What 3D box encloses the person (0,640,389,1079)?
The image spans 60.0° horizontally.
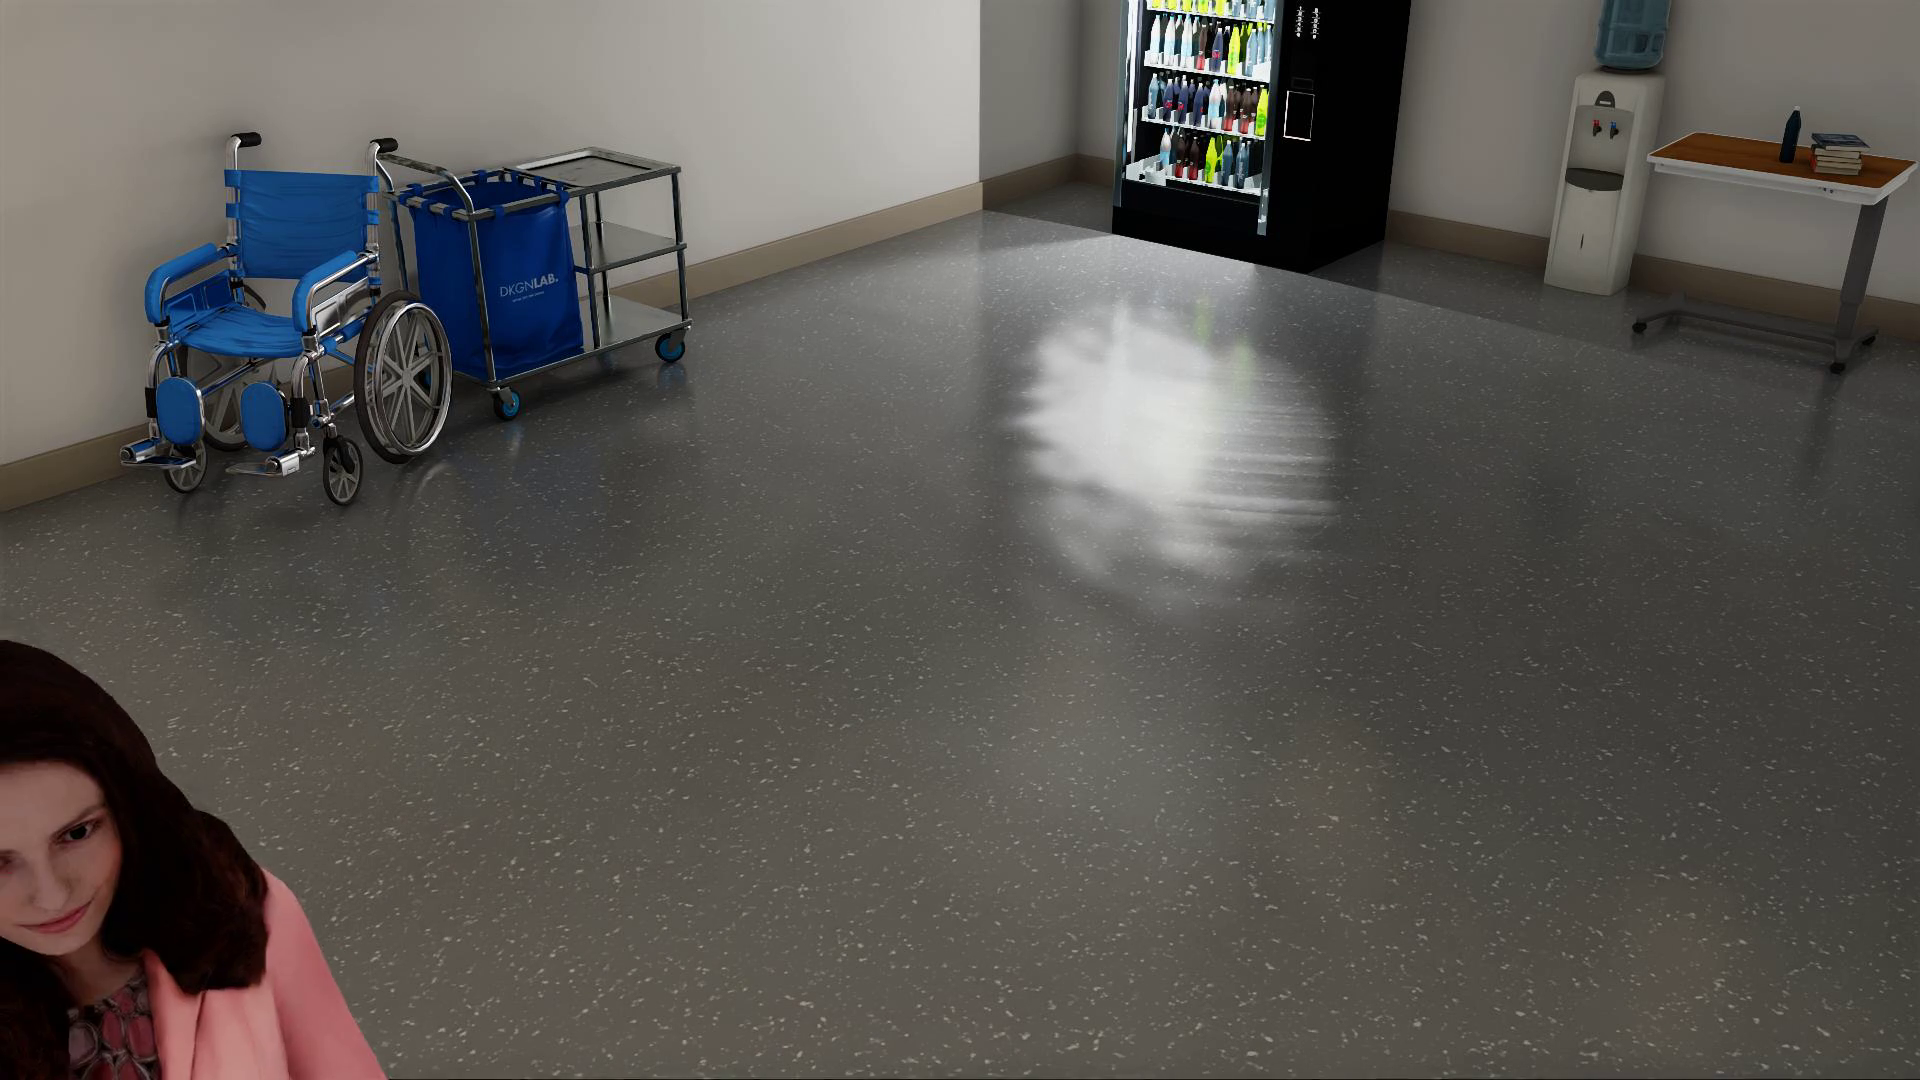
[{"bbox_3d":[-0.885,0.858,1.844,0.935,1.768,0.631,20,32,36],"label":"person"}]
